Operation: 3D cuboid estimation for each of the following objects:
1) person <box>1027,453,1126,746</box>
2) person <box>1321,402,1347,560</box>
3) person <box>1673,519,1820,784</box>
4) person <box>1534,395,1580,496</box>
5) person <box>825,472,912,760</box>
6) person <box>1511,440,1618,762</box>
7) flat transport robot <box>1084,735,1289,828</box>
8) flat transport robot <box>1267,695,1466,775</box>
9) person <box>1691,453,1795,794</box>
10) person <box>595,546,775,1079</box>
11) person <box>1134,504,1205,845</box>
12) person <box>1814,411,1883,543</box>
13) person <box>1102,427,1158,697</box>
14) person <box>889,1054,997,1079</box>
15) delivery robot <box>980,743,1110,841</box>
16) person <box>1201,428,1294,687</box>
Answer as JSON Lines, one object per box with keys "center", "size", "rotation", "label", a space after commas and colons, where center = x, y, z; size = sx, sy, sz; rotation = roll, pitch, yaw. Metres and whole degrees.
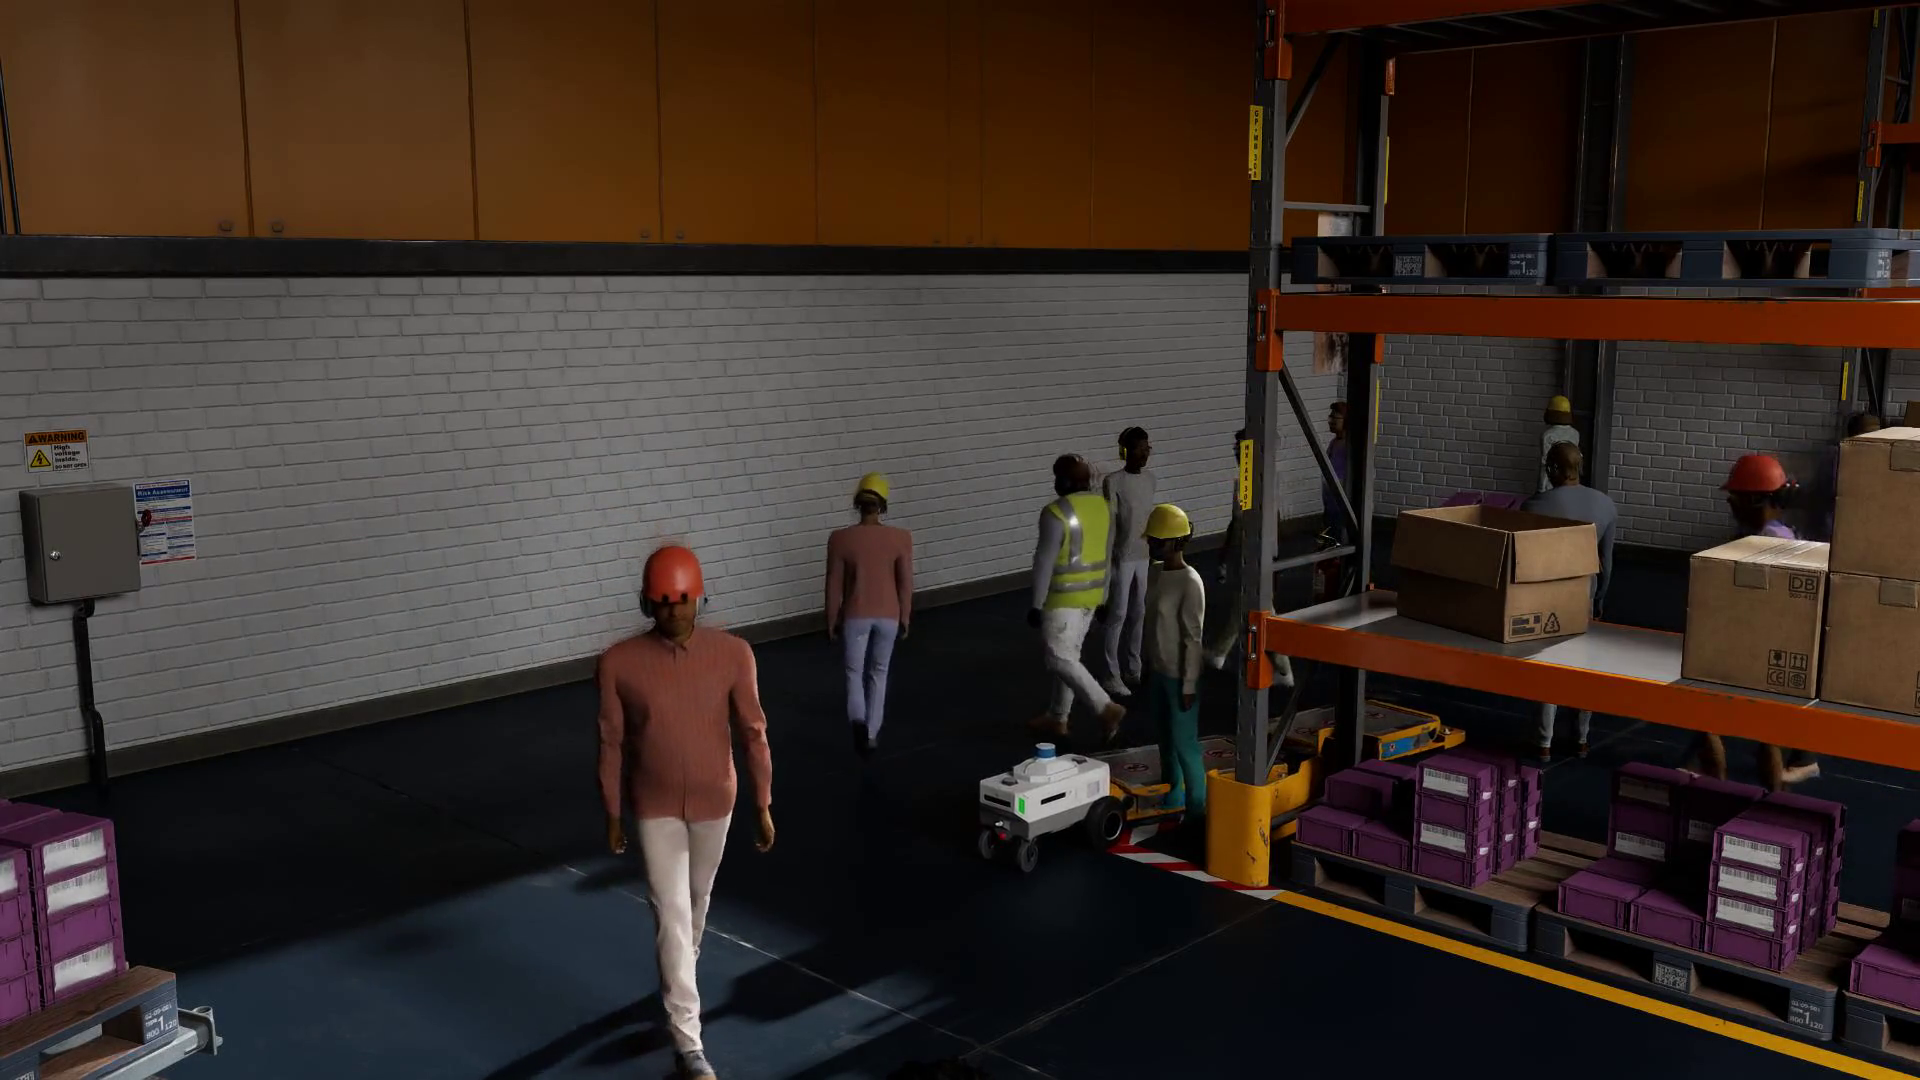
{"center": [0.747, 0.378, 10.310], "size": [0.786, 1.818, 0.652], "rotation": [8, 12, 41], "label": "person"}
{"center": [3.204, -0.234, 13.930], "size": [0.389, 1.850, 0.564], "rotation": [-2, 9, -10], "label": "person"}
{"center": [4.505, 0.538, 9.410], "size": [0.992, 1.798, 0.500], "rotation": [-2, 10, -14], "label": "person"}
{"center": [5.718, -0.521, 16.016], "size": [0.492, 1.743, 0.296], "rotation": [-5, 11, -29], "label": "person"}
{"center": [-0.537, 0.470, 9.986], "size": [0.529, 1.740, 0.667], "rotation": [-2, 9, -11], "label": "person"}
{"center": [3.597, 0.368, 9.981], "size": [0.629, 1.937, 0.373], "rotation": [-2, 10, -13], "label": "person"}
{"center": [1.152, 1.322, 9.218], "size": [1.431, 0.197, 0.652], "rotation": [-5, 10, -26], "label": "flat transport robot"}
{"center": [2.352, 1.186, 10.049], "size": [1.431, 0.197, 0.652], "rotation": [-7, 12, -37], "label": "flat transport robot"}
{"center": [3.916, 0.567, 8.469], "size": [0.686, 2.024, 0.637], "rotation": [7, 12, 36], "label": "person"}
{"center": [-1.029, 0.977, 6.246], "size": [0.628, 1.941, 1.051], "rotation": [-3, 10, -20], "label": "person"}
{"center": [1.076, 0.686, 8.587], "size": [0.348, 1.762, 0.531], "rotation": [-3, 10, -18], "label": "person"}
{"center": [6.600, 0.017, 12.220], "size": [0.646, 1.909, 0.820], "rotation": [-8, 12, -41], "label": "person"}
{"center": [1.202, 0.142, 11.566], "size": [0.531, 1.870, 0.316], "rotation": [-8, 12, -41], "label": "person"}
{"center": [-0.013, 1.665, 2.755], "size": [0.320, 1.698, 0.531], "rotation": [2, 9, 12], "label": "person"}
{"center": [0.429, 1.268, 8.392], "size": [0.707, 0.478, 0.477], "rotation": [-9, 13, -44], "label": "delivery robot"}
{"center": [2.027, 0.111, 11.906], "size": [0.967, 1.817, 0.566], "rotation": [8, 12, 39], "label": "person"}
